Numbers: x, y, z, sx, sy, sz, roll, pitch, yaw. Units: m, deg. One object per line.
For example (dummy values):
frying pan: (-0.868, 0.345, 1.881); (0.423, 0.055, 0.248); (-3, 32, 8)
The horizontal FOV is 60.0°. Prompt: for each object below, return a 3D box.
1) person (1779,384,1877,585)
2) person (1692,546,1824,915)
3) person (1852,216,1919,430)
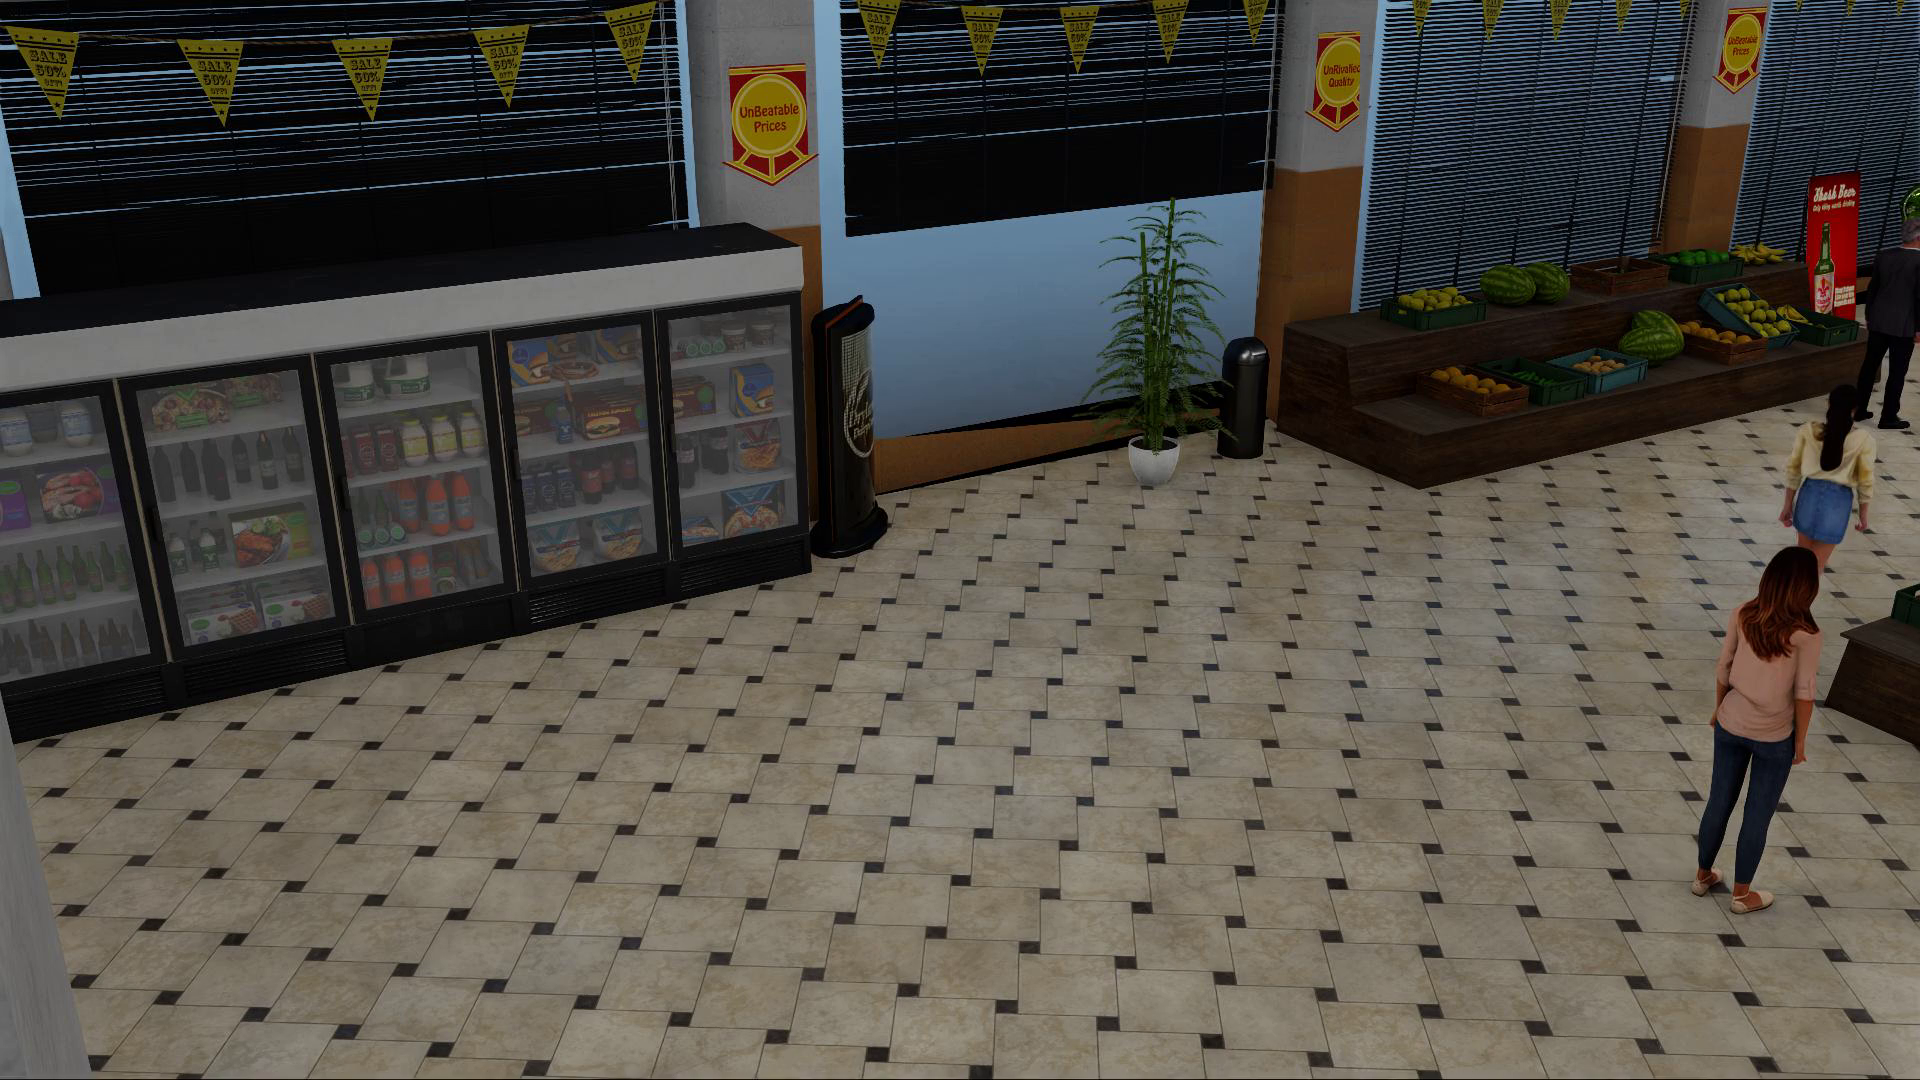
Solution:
person: (5.374, -0.155, 10.408); (0.836, 1.614, 0.749); (-20, 29, -40)
person: (3.647, 0.867, 7.627); (0.549, 1.790, 0.615); (-15, 27, -34)
person: (8.117, -1.895, 14.431); (0.595, 1.842, 0.718); (-11, 24, -25)
